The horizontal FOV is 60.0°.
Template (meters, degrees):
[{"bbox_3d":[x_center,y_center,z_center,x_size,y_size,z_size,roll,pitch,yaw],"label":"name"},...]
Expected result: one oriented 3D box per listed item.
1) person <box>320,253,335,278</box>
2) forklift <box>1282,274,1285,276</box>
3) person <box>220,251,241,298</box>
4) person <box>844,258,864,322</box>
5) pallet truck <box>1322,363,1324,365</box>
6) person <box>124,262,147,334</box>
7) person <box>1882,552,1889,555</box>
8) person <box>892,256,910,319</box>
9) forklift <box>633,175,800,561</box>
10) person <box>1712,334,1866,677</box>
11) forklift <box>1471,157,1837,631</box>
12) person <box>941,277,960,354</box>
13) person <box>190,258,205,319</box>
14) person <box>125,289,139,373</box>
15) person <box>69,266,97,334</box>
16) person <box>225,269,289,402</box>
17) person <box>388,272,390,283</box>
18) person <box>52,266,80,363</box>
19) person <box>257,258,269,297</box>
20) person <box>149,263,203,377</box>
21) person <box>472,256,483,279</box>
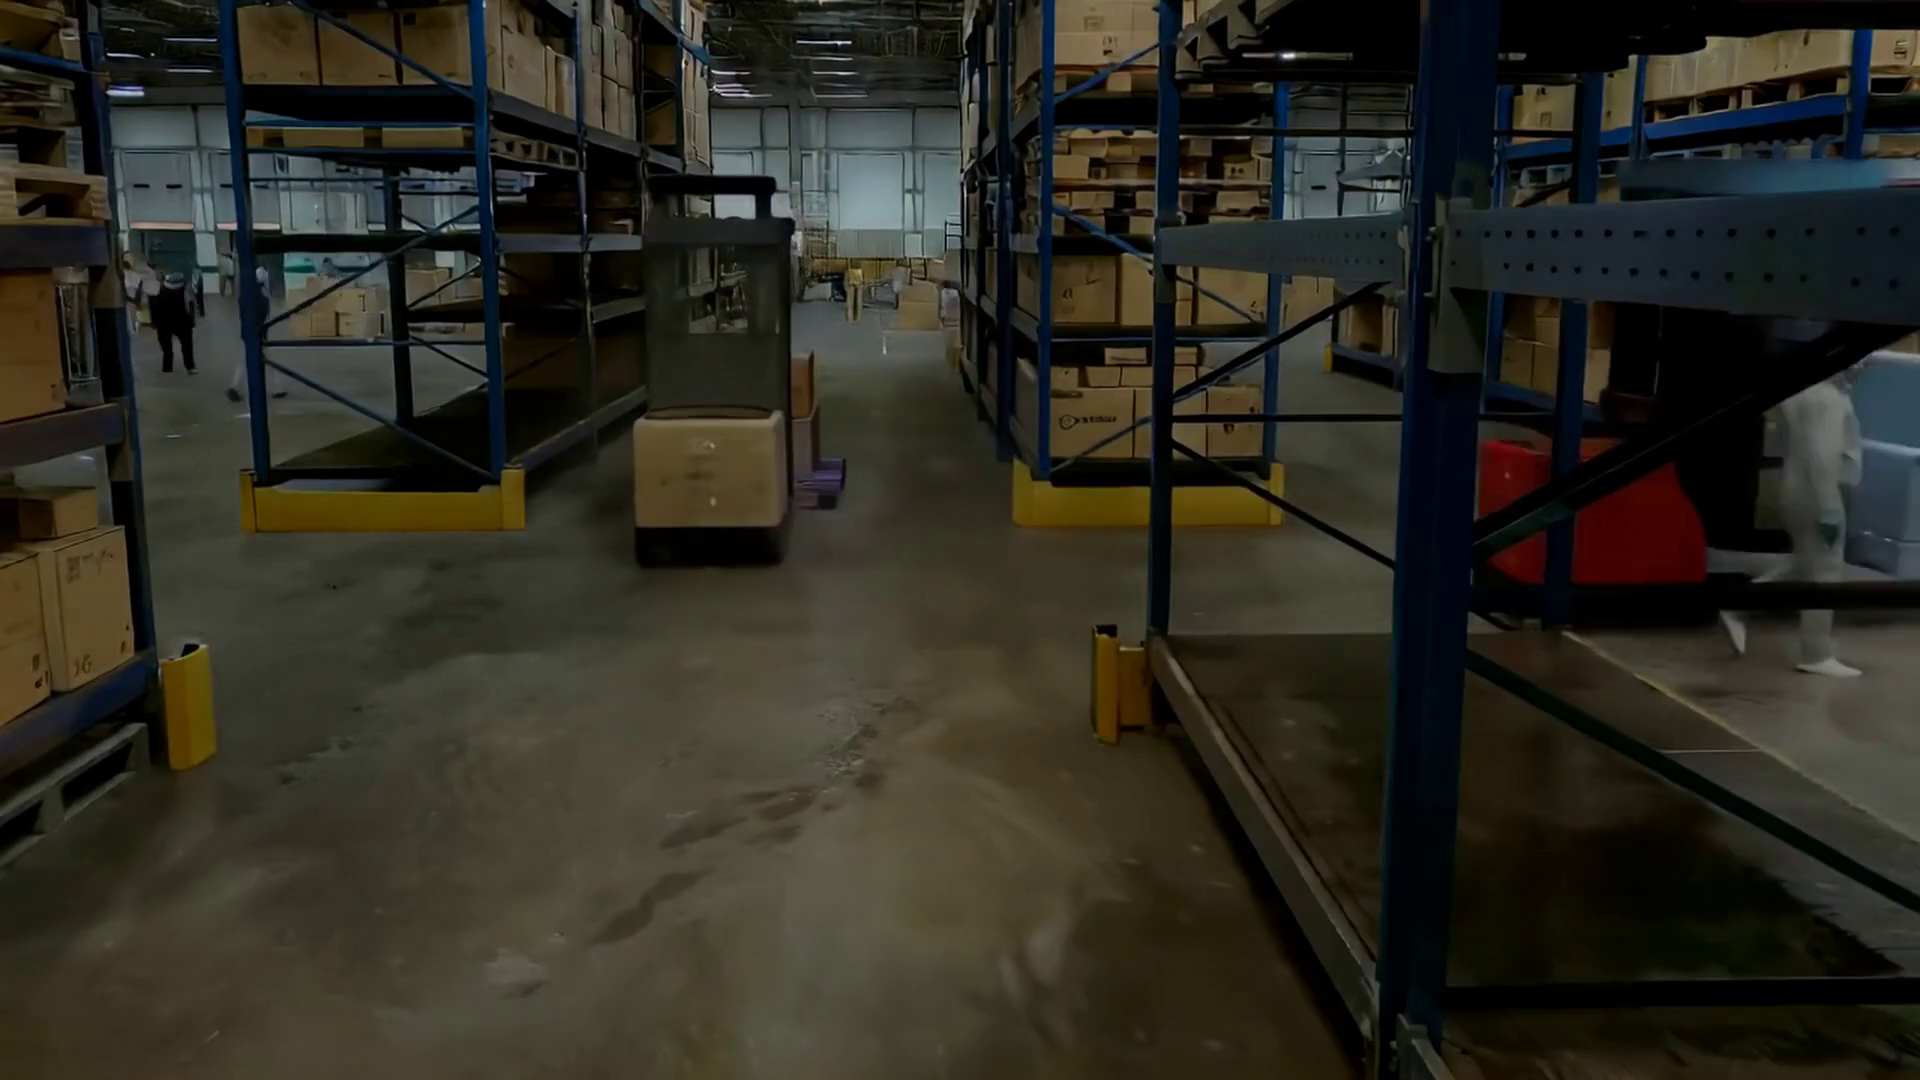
[{"bbox_3d":[-25.118,-10.461,66.135,0.750,1.903,0.590,8,13,39],"label":"person"},{"bbox_3d":[12.182,-10.594,64.138,1.129,2.768,1.873,0,10,-2],"label":"forklift"},{"bbox_3d":[-30.168,-10.936,68.684,1.045,1.938,0.631,2,10,8],"label":"person"},{"bbox_3d":[-3.088,-7.284,48.514,0.574,1.876,0.355,-4,11,-20],"label":"person"},{"bbox_3d":[7.712,-4.157,30.737,1.885,1.965,0.823,3,11,16],"label":"pallet truck"},{"bbox_3d":[-20.856,-6.072,41.874,0.621,1.848,1.077,-1,10,-5],"label":"person"},{"bbox_3d":[7.111,-0.698,12.309,0.536,1.694,0.322,3,11,17],"label":"person"},{"bbox_3d":[-1.703,-7.301,48.489,0.581,1.919,0.396,5,11,26],"label":"person"},{"bbox_3d":[-1.843,-1.340,12.583,1.129,2.768,1.873,0,10,-2],"label":"forklift"},{"bbox_3d":[4.555,-0.197,9.021,0.660,1.887,0.662,3,11,15],"label":"person"},{"bbox_3d":[4.283,-0.914,10.214,1.873,2.768,1.129,-1,10,-3],"label":"forklift"},{"bbox_3d":[-0.156,-4.643,34.489,0.484,1.613,0.565,6,12,30],"label":"person"},{"bbox_3d":[-23.304,-7.683,50.819,0.332,1.842,0.509,-3,11,-16],"label":"person"},{"bbox_3d":[-13.985,-3.448,27.871,0.606,1.614,0.504,9,13,41],"label":"person"},{"bbox_3d":[-21.897,-6.019,41.574,0.513,1.836,0.851,7,12,33],"label":"person"},{"bbox_3d":[-10.399,-2.998,24.440,0.606,1.956,1.025,4,11,21],"label":"person"},{"bbox_3d":[-18.726,-8.399,55.236,0.535,1.694,0.321,-9,14,-42],"label":"person"},{"bbox_3d":[-17.361,-4.394,32.234,0.549,1.932,0.373,0,10,-2],"label":"person"},{"bbox_3d":[-21.787,-7.820,51.608,0.626,1.841,0.429,-2,10,-10],"label":"person"},{"bbox_3d":[-13.644,-3.841,28.860,0.768,2.000,0.534,-5,11,-25],"label":"person"},{"bbox_3d":[-16.744,-9.014,57.962,0.372,1.940,0.630,-10,14,-43],"label":"person"}]
